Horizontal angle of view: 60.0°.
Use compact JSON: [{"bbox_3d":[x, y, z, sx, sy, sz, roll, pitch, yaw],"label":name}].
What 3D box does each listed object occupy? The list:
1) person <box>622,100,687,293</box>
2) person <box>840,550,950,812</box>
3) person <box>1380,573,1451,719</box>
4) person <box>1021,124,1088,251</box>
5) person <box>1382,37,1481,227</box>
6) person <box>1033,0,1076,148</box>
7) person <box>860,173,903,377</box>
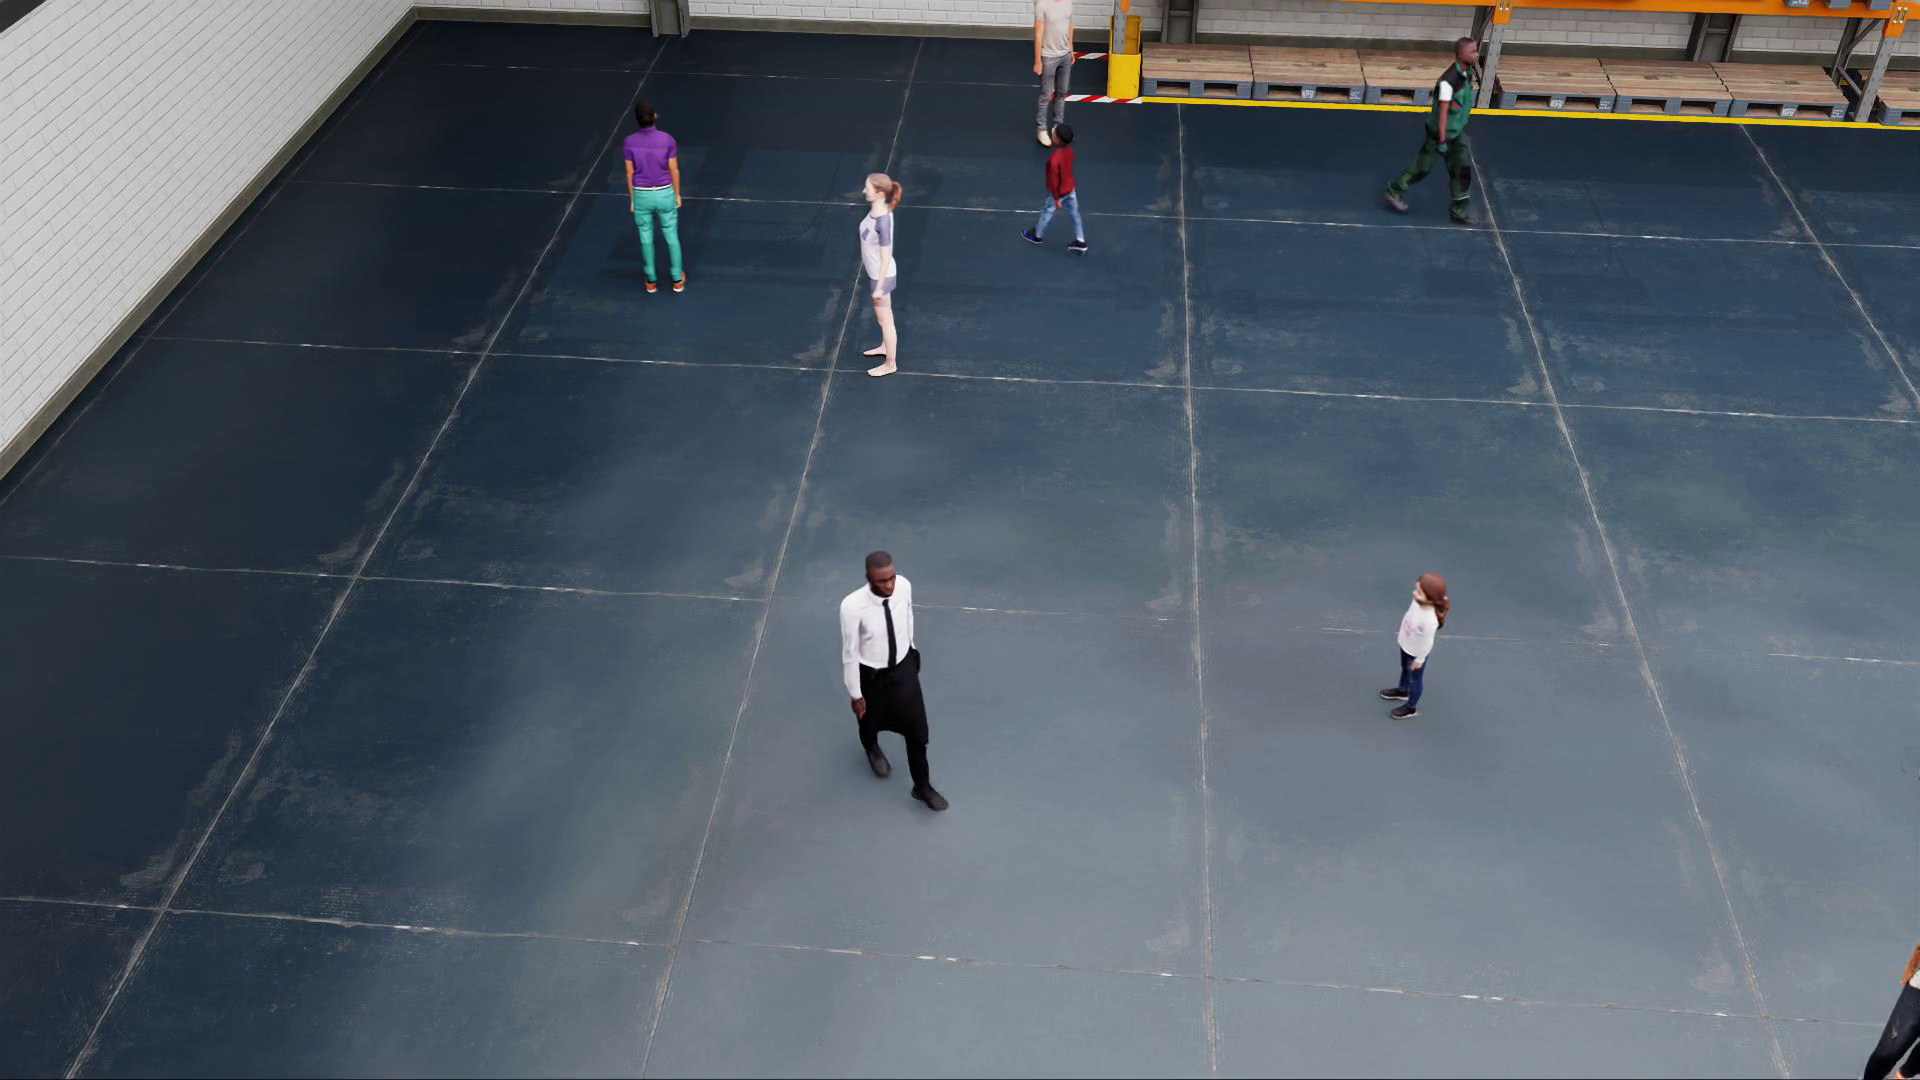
[{"bbox_3d":[-2.688,-3.010,14.603,0.600,1.767,0.736,-8,39,-10],"label":"person"},{"bbox_3d":[-0.510,0.723,9.893,1.095,1.812,1.101,-21,43,-24],"label":"person"},{"bbox_3d":[2.897,0.655,10.540,0.508,1.110,0.481,-4,39,-5],"label":"person"},{"bbox_3d":[0.987,-3.212,15.286,0.944,1.230,0.795,26,45,28],"label":"person"},{"bbox_3d":[4.467,-3.841,15.623,1.317,1.794,1.142,27,46,30],"label":"person"},{"bbox_3d":[0.948,-4.959,16.949,0.755,1.886,0.812,-28,46,-30],"label":"person"},{"bbox_3d":[-0.644,-2.182,13.566,0.625,1.768,0.621,-4,39,-5],"label":"person"}]
